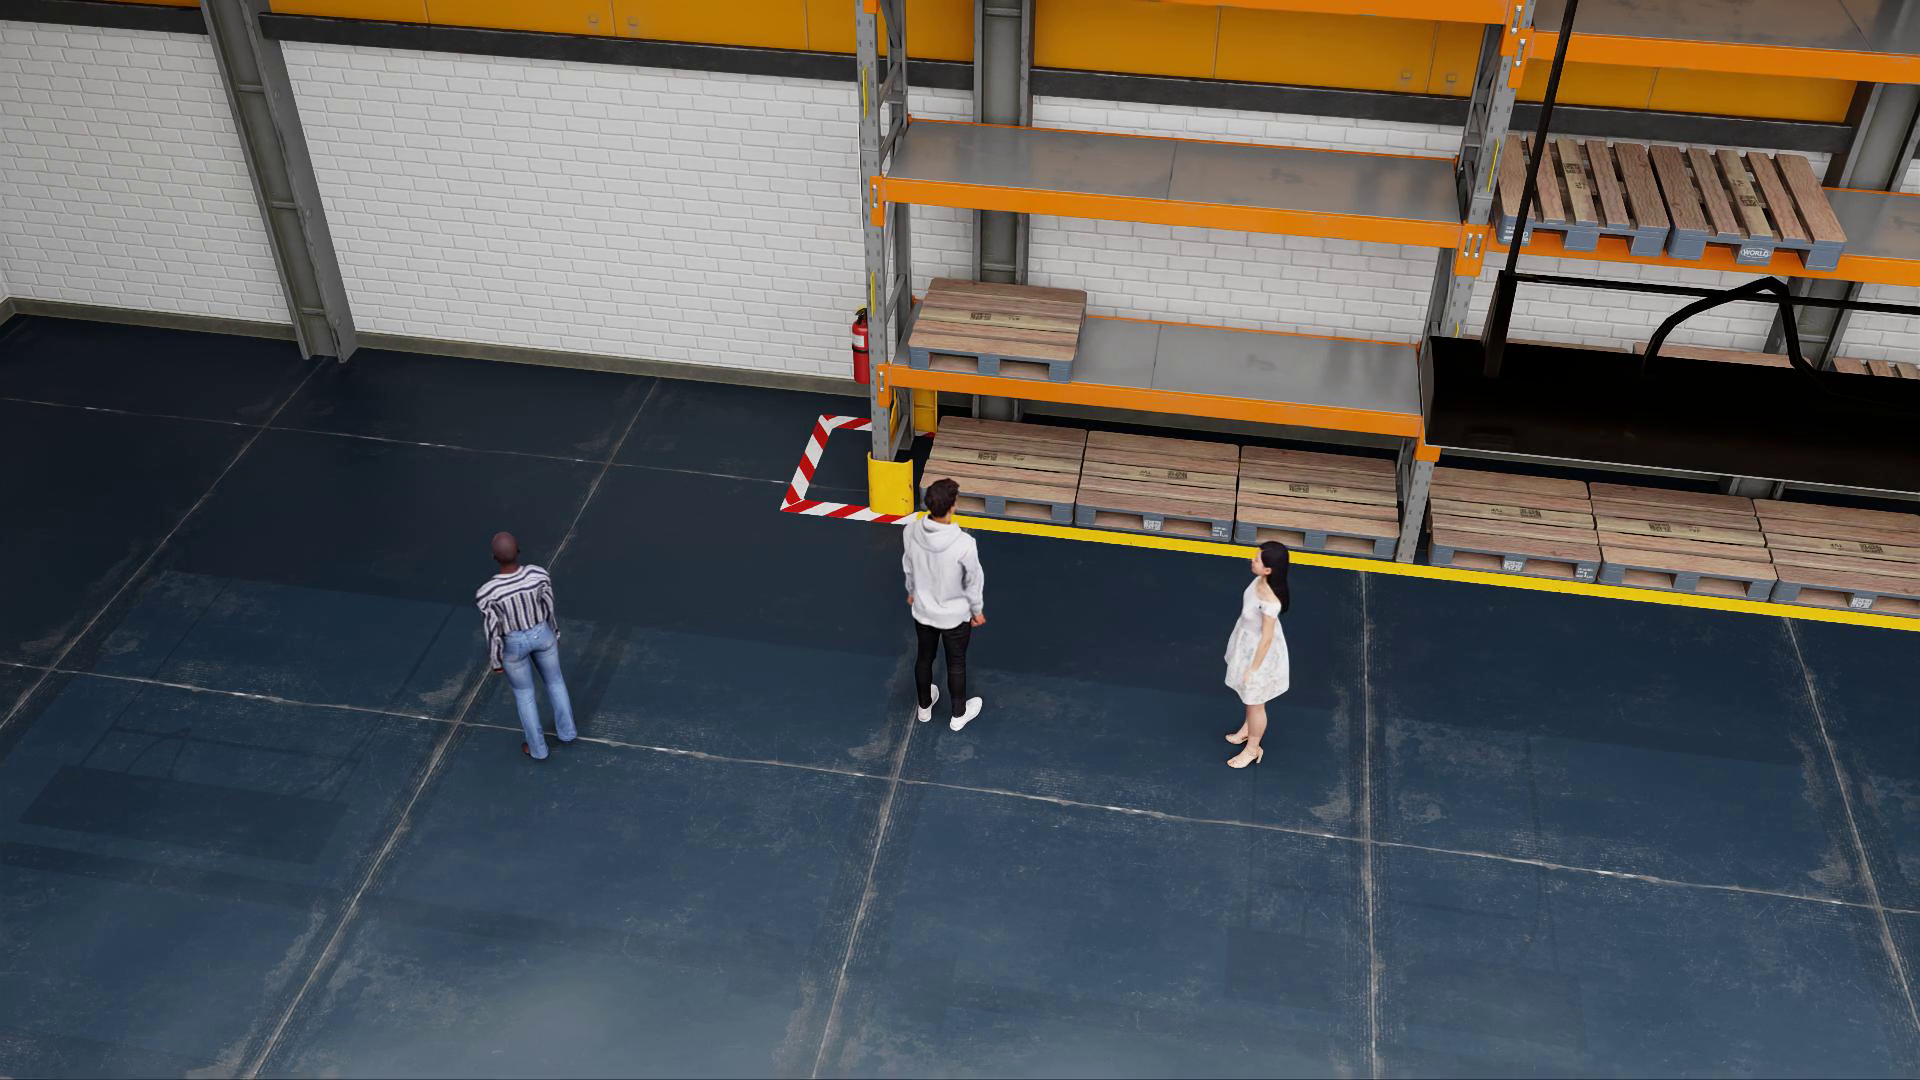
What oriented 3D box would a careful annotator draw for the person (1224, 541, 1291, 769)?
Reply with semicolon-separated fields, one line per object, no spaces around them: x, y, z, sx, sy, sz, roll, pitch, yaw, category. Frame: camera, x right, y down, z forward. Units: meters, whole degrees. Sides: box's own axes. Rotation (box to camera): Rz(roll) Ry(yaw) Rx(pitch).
1.852;0.713;10.364;0.626;1.775;0.643;5;39;6;person

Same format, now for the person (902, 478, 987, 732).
-0.119;0.418;10.609;0.599;1.930;0.793;14;41;17;person

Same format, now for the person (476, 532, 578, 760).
-2.702;0.669;10.402;0.689;1.796;0.741;-25;45;-28;person
